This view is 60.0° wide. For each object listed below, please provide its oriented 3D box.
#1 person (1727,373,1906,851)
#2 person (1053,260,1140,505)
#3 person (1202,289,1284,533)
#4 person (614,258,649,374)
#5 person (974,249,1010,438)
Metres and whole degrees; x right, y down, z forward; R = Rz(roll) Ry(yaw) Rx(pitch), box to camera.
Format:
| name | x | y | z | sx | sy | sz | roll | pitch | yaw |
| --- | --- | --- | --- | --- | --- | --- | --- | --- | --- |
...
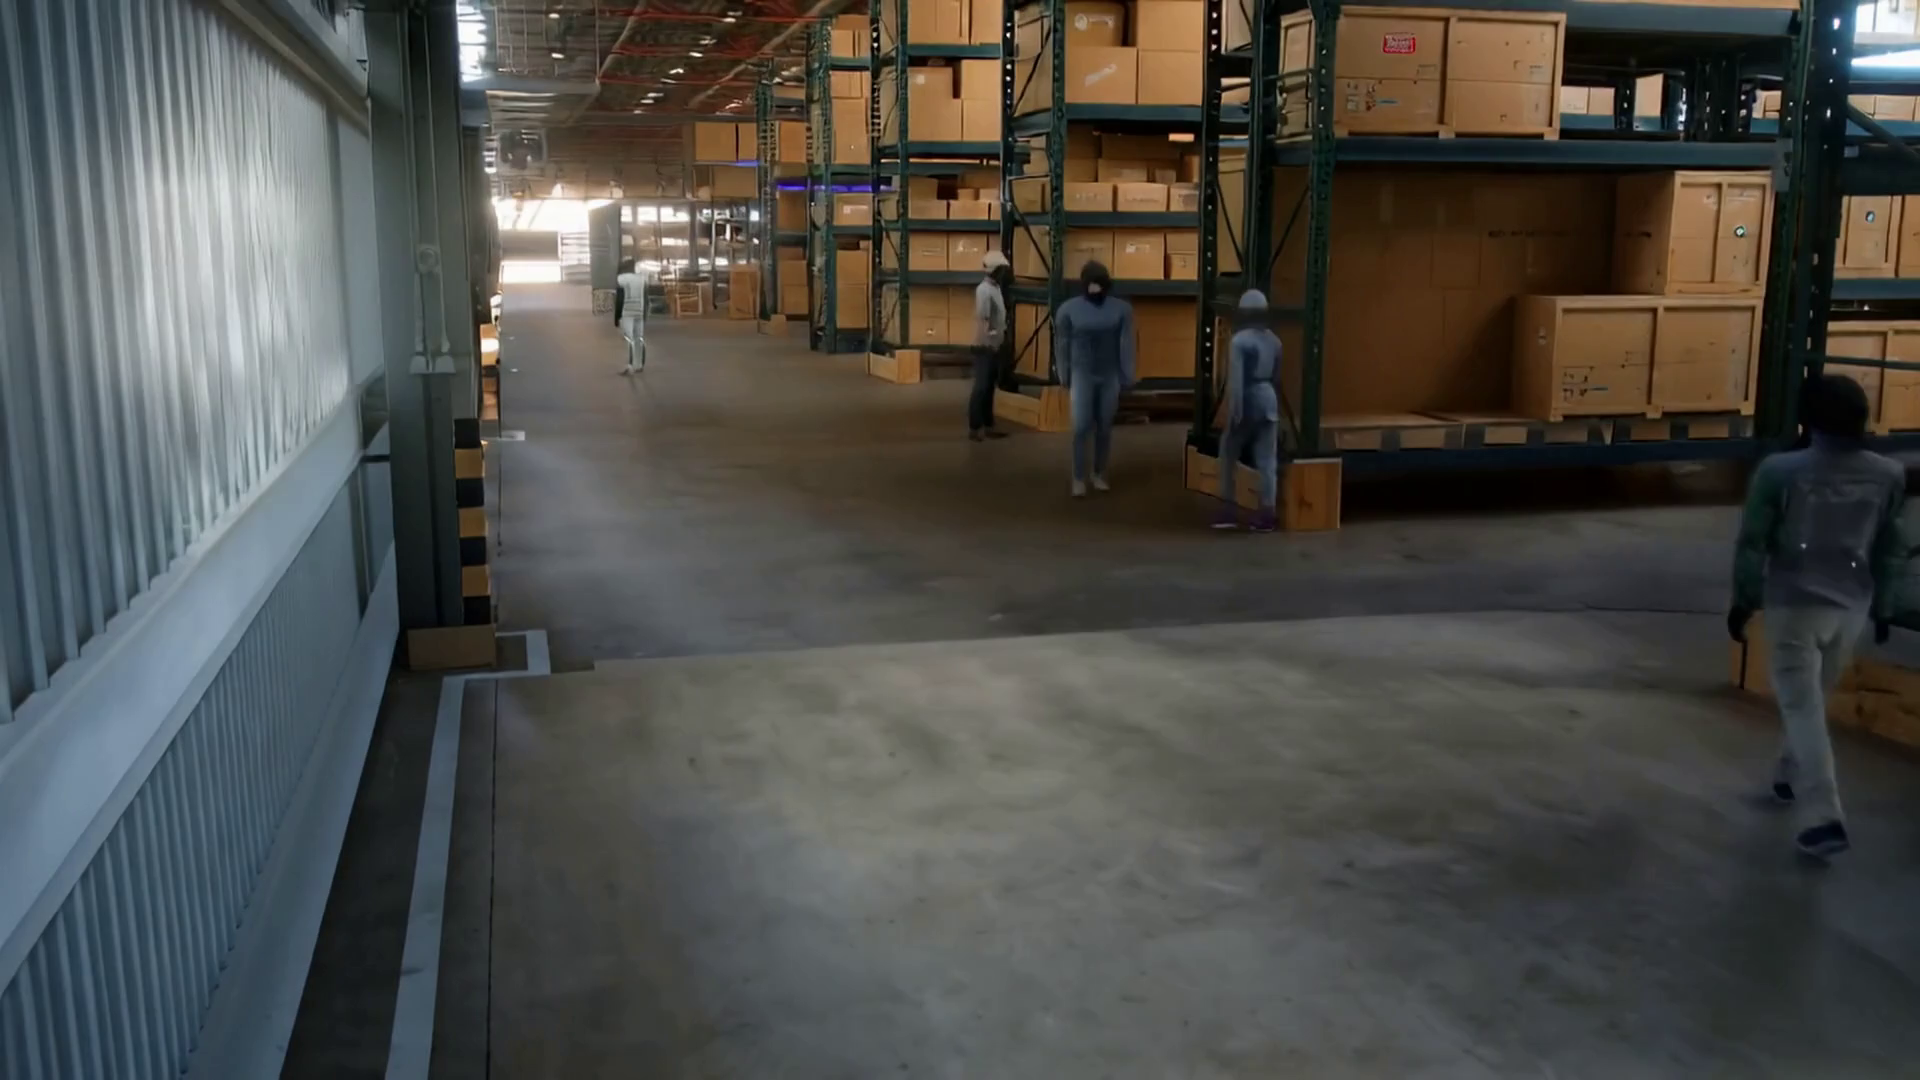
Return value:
| name | x | y | z | sx | sy | sz | roll | pitch | yaw |
| --- | --- | --- | --- | --- | --- | --- | --- | --- | --- |
| person | 2.930 | 0.230 | 5.696 | 0.525 | 1.599 | 0.839 | 0 | 10 | 1 |
| person | 1.075 | -1.223 | 13.056 | 0.658 | 1.908 | 0.790 | 0 | 10 | -1 |
| person | 2.034 | -0.922 | 11.887 | 0.508 | 1.708 | 0.728 | -6 | 12 | -30 |
| person | -5.236 | -3.547 | 26.404 | 0.429 | 1.840 | 0.634 | 8 | 13 | 39 |
| person | 0.337 | -2.092 | 17.728 | 0.396 | 1.992 | 0.622 | 2 | 10 | 12 |
